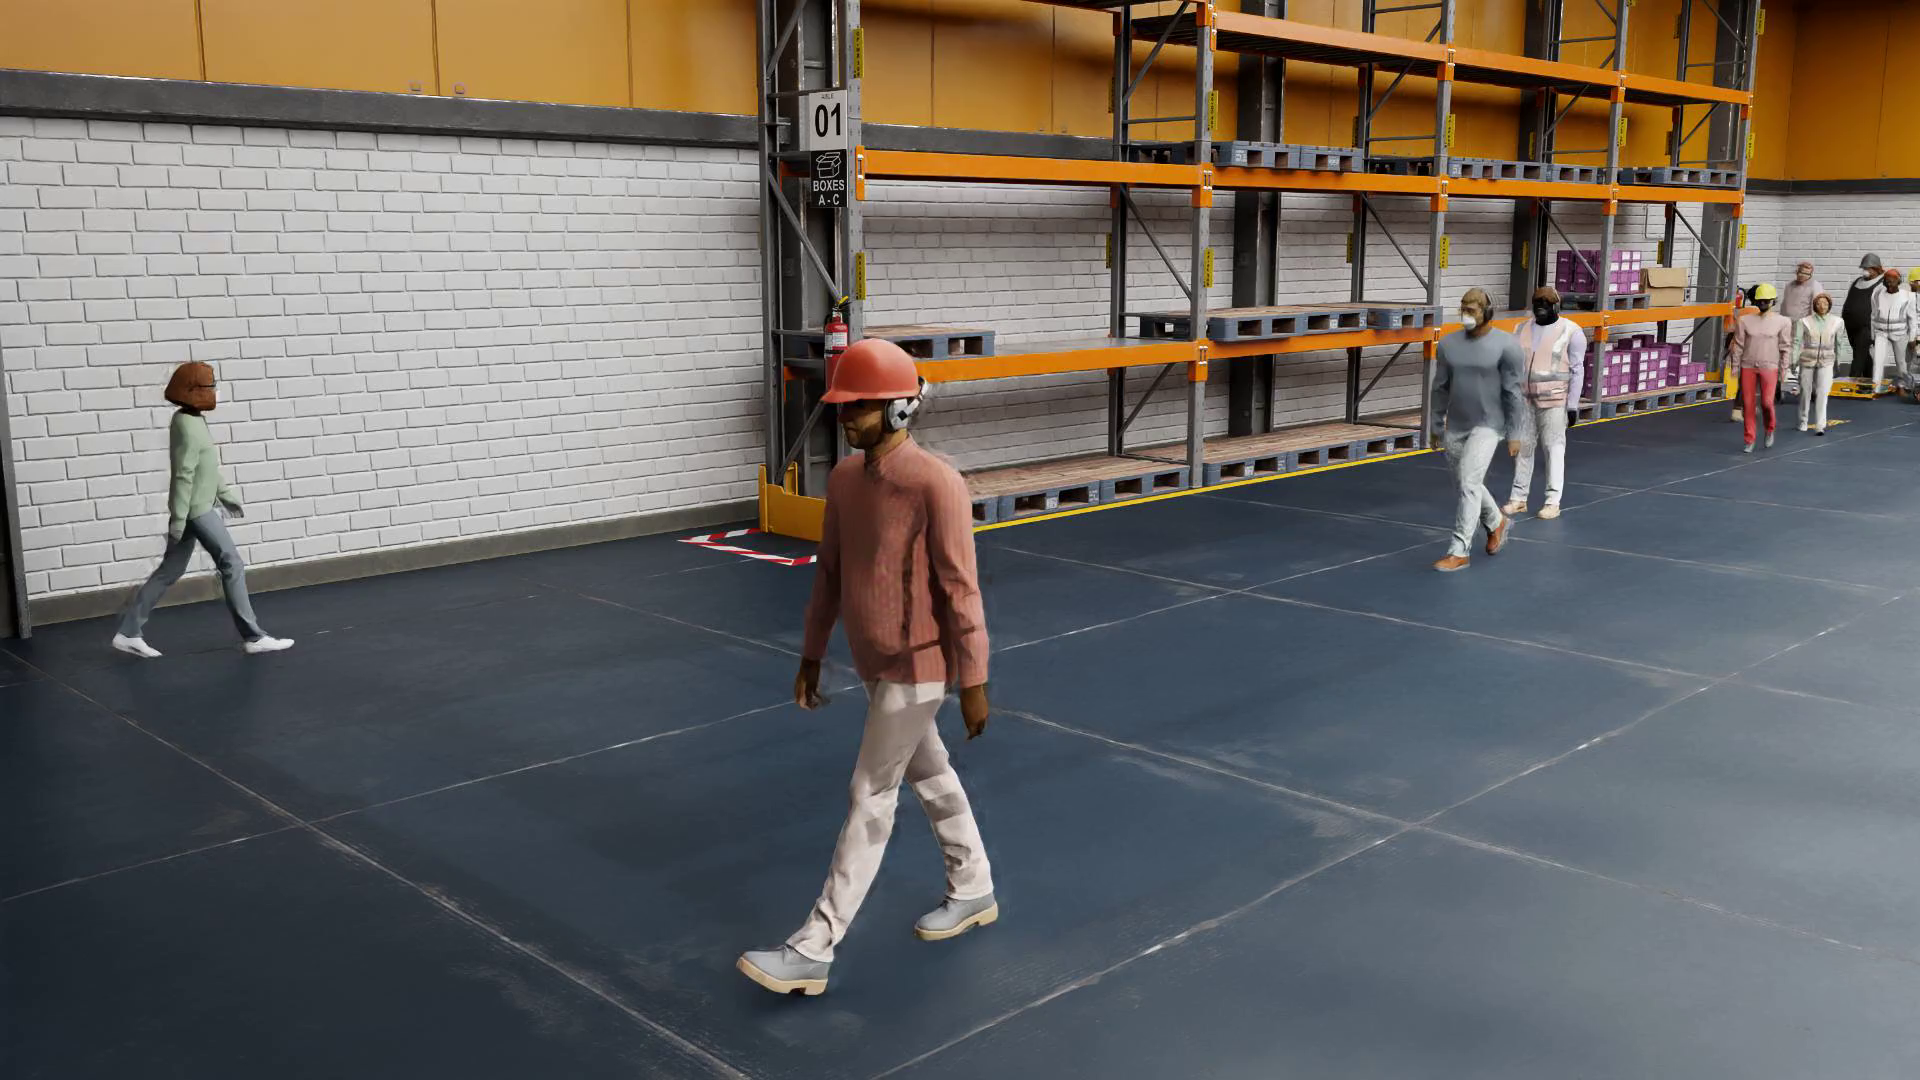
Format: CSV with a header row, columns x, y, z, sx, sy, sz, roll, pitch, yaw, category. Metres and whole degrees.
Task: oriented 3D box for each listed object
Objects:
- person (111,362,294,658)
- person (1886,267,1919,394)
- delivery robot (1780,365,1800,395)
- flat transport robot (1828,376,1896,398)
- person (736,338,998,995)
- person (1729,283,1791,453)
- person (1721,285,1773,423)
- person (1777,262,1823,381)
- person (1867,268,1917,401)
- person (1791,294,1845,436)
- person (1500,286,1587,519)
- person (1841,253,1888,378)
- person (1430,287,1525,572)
x,y,z,sx,sy,sz,roll,pitch,yaw,category
-4.090,-0.150,8.798,0.862,1.590,0.498,-6,12,-30,person
13.514,-2.903,23.261,0.787,1.796,0.632,7,13,35,person
11.212,-2.155,22.292,0.477,0.478,0.707,6,12,28,delivery robot
12.553,-2.141,23.248,0.652,0.197,1.431,9,14,41,flat transport robot
-0.248,0.365,5.041,1.037,1.933,0.645,-7,13,-34,person
8.255,-1.769,17.179,0.530,1.755,0.401,8,13,36,person
9.547,-2.253,20.114,0.909,1.635,0.584,-8,13,-37,person
12.150,-3.116,24.236,0.403,1.867,0.840,-2,11,-12,person
12.859,-2.836,22.893,0.601,1.811,1.121,9,14,41,person
9.677,-1.985,18.803,0.537,1.592,0.878,4,11,22,person
4.625,-1.094,13.257,0.428,1.839,0.636,-10,14,-43,person
12.976,-3.130,23.813,0.920,2.000,0.692,-3,11,-16,person
3.536,-0.765,11.310,0.908,1.910,0.639,-9,14,-40,person
